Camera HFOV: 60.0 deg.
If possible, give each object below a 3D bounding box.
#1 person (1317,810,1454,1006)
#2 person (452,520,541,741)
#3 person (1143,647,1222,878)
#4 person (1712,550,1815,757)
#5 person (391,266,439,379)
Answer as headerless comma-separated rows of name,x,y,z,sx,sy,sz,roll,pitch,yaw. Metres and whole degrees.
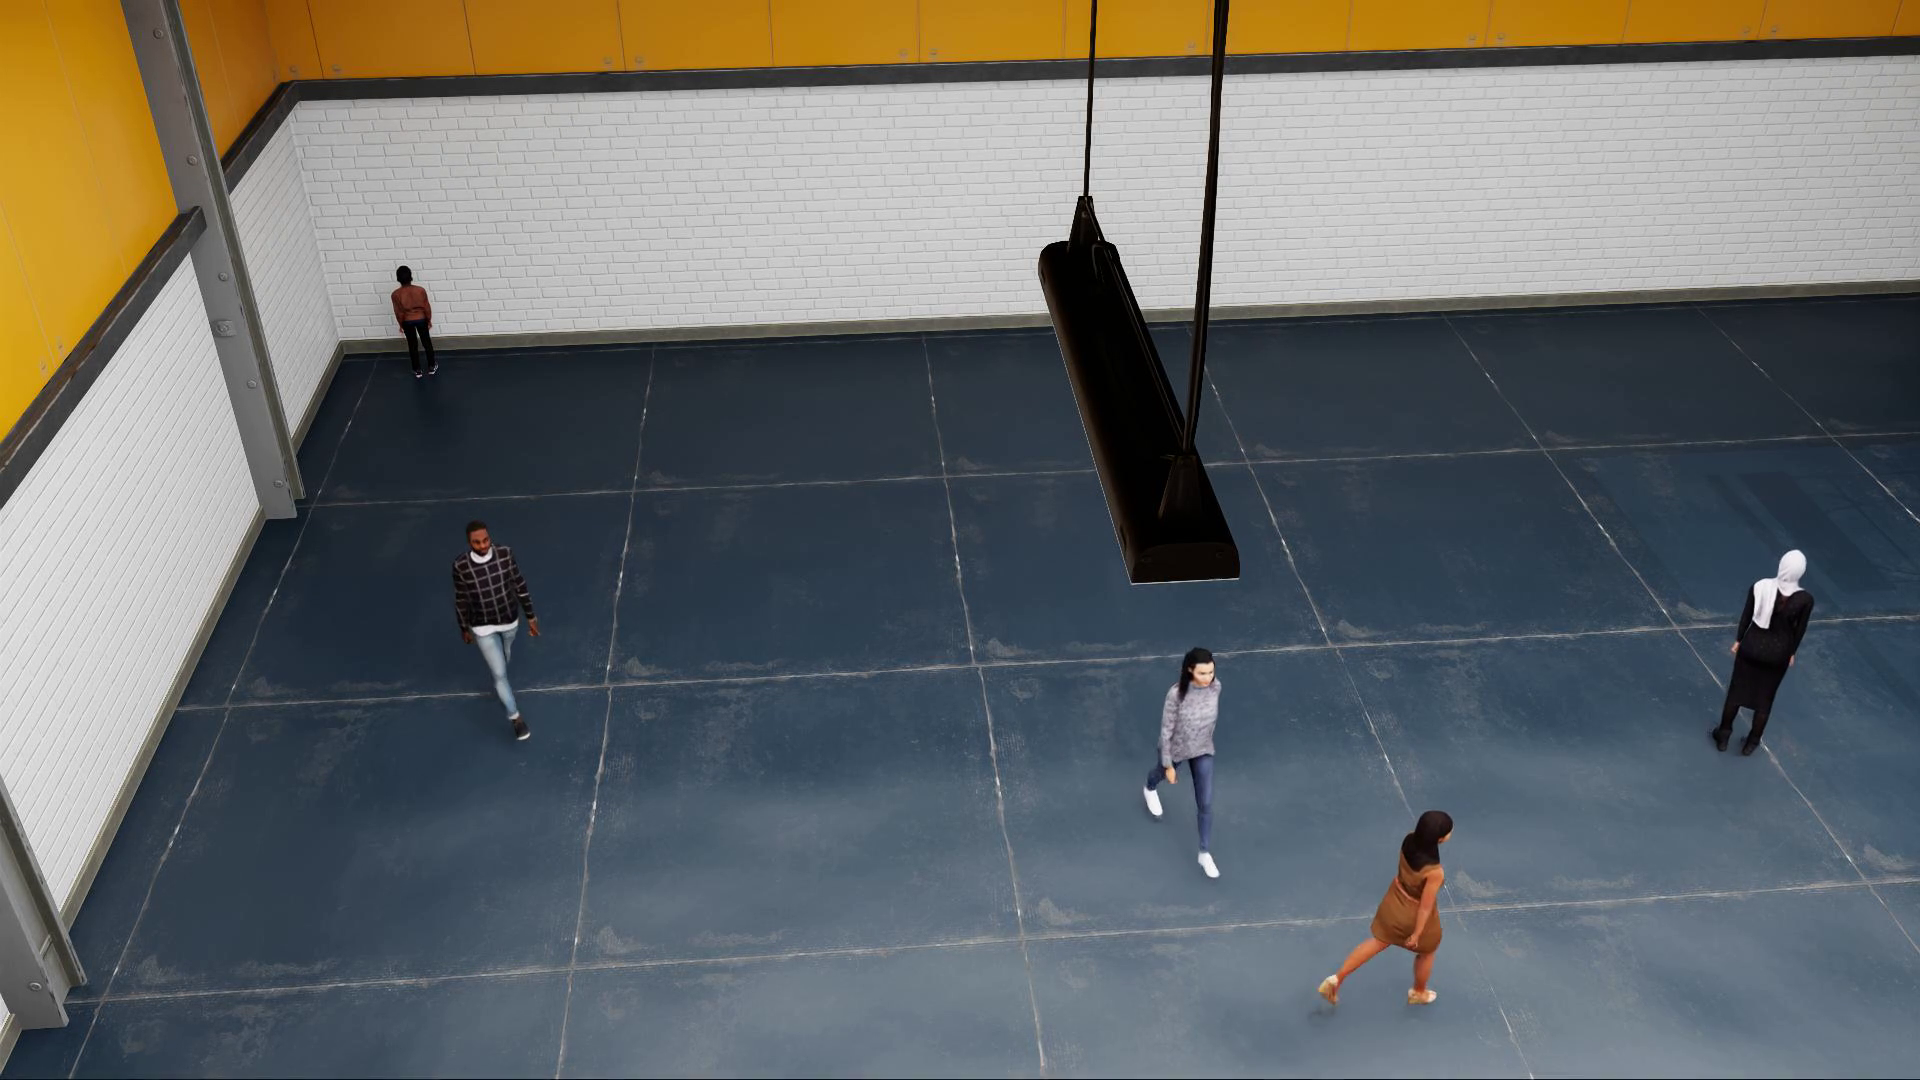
person,2.696,2.319,10.260,0.778,1.660,1.030,-11,35,-16
person,-3.594,0.582,12.776,1.061,1.768,1.296,-19,38,-26
person,1.530,1.414,11.602,0.762,1.683,1.260,-9,35,-14
person,5.982,0.850,12.365,0.680,1.777,0.695,15,37,22
person,-5.781,-2.324,17.612,0.576,1.255,0.566,-13,36,-18
